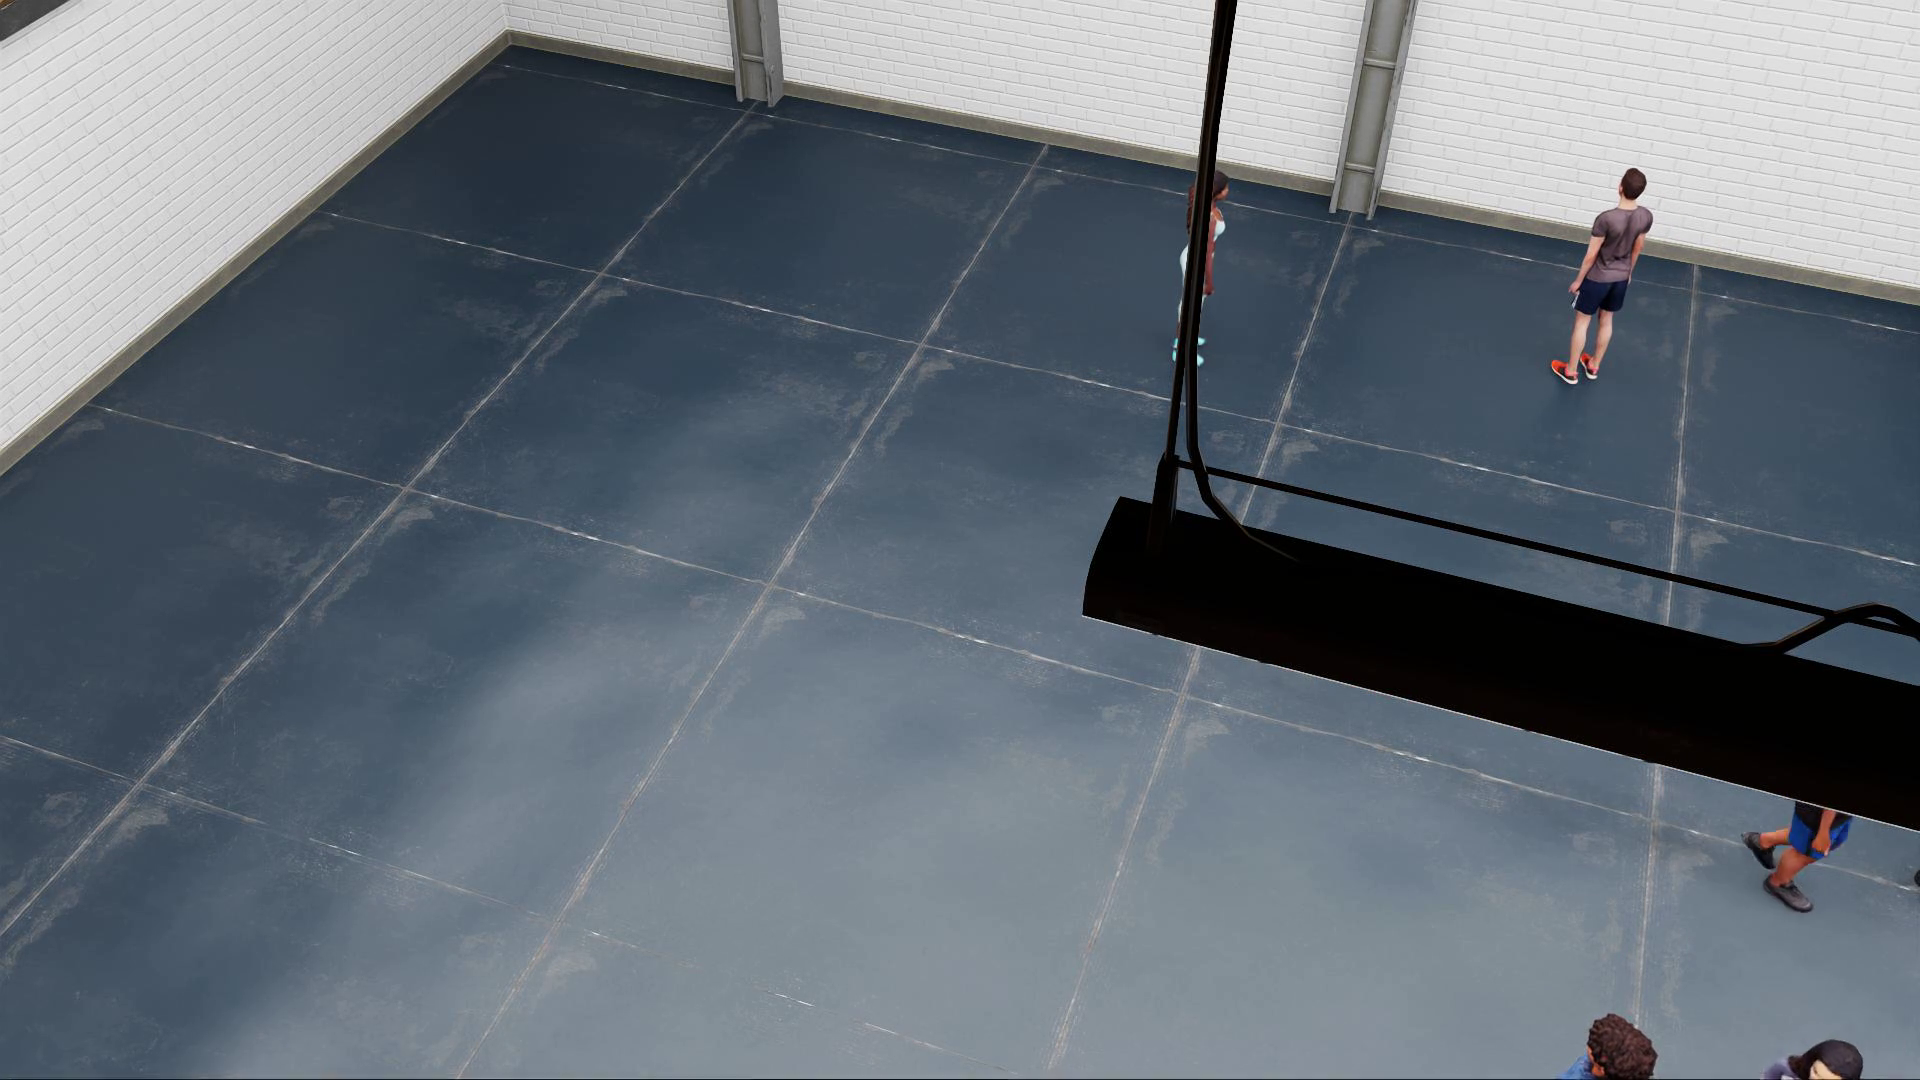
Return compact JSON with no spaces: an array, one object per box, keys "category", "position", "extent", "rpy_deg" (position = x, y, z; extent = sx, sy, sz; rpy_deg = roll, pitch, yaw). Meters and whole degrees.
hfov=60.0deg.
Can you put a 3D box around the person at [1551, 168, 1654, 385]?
[{"category":"person","position":[5.000,-2.031,12.893],"extent":[0.678,1.851,0.792],"rpy_deg":[-9,44,-10]}]

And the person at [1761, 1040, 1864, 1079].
[{"category":"person","position":[3.953,2.816,7.903],"extent":[0.816,1.716,0.758],"rpy_deg":[-24,49,-23]}]

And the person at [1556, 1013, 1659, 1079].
[{"category":"person","position":[2.900,2.801,7.849],"extent":[0.694,1.811,0.746],"rpy_deg":[29,51,27]}]

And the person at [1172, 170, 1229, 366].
[{"category":"person","position":[1.868,-2.154,13.114],"extent":[0.652,1.724,0.639],"rpy_deg":[-3,44,-3]}]
